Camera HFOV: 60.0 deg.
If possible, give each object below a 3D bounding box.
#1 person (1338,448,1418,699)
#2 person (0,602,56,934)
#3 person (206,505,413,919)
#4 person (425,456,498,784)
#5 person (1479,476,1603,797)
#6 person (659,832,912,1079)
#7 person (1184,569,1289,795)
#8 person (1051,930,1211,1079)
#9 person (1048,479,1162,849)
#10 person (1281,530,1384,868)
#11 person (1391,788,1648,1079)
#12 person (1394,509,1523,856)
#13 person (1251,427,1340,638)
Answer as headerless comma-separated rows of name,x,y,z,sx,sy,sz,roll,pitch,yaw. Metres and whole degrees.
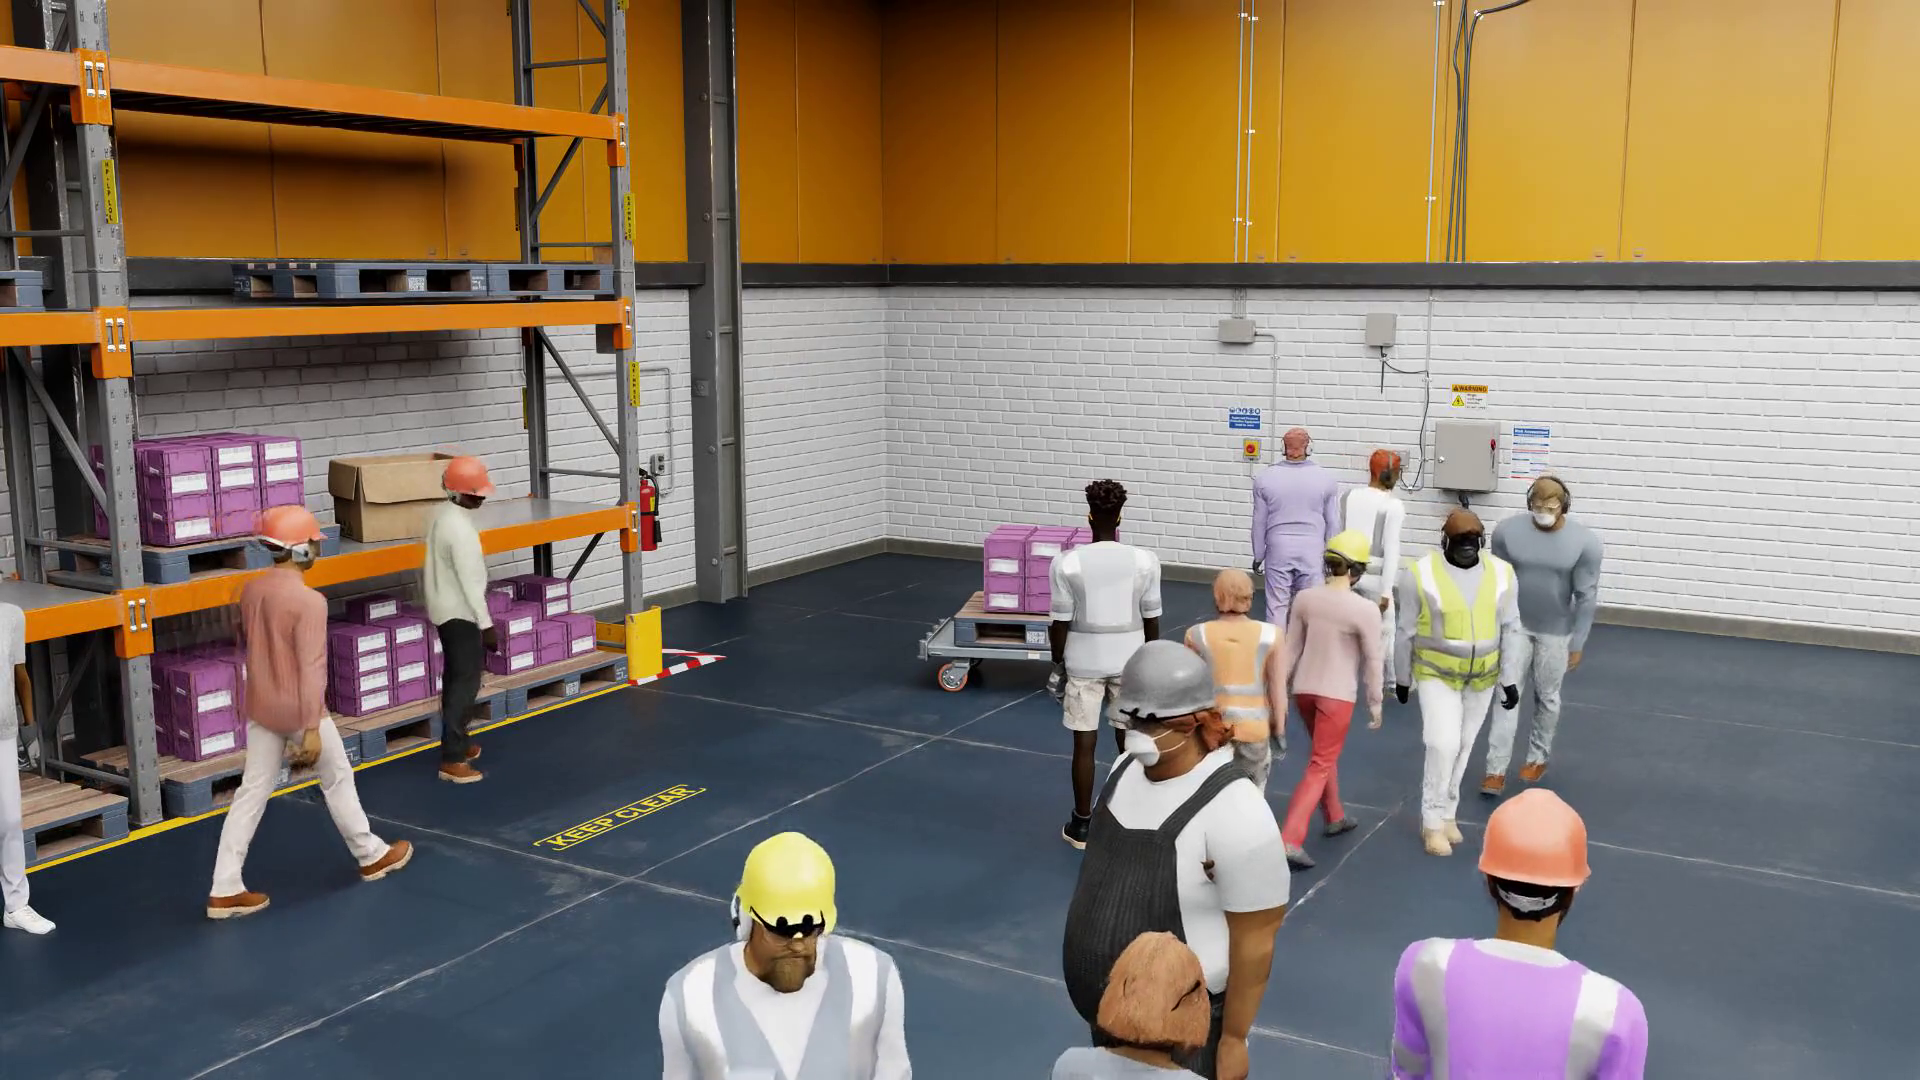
person,2.865,0.272,11.564,1.025,1.823,0.620,-8,12,-42
person,-4.395,0.916,7.483,0.334,1.860,0.508,6,11,31
person,-3.198,0.797,7.991,0.637,1.936,1.067,6,11,32
person,-3.019,0.459,10.058,0.393,1.952,0.708,-5,10,-28
person,3.316,0.561,9.620,0.680,1.880,0.917,5,10,27
person,-0.410,1.519,3.957,0.587,1.797,0.890,-2,9,-13
person,1.354,0.927,8.214,0.526,1.583,0.888,2,9,11
person,0.436,1.648,3.686,0.511,1.607,0.665,8,12,41
person,0.758,0.655,8.764,0.603,1.966,0.368,-1,9,-6
person,1.883,0.806,8.642,0.914,1.706,0.554,-8,12,-41
person,1.256,1.483,3.785,0.543,1.896,0.910,5,10,26
person,2.625,0.740,8.708,0.619,1.812,0.645,-1,9,-6
person,2.489,0.110,12.371,0.638,1.903,0.408,2,9,12
